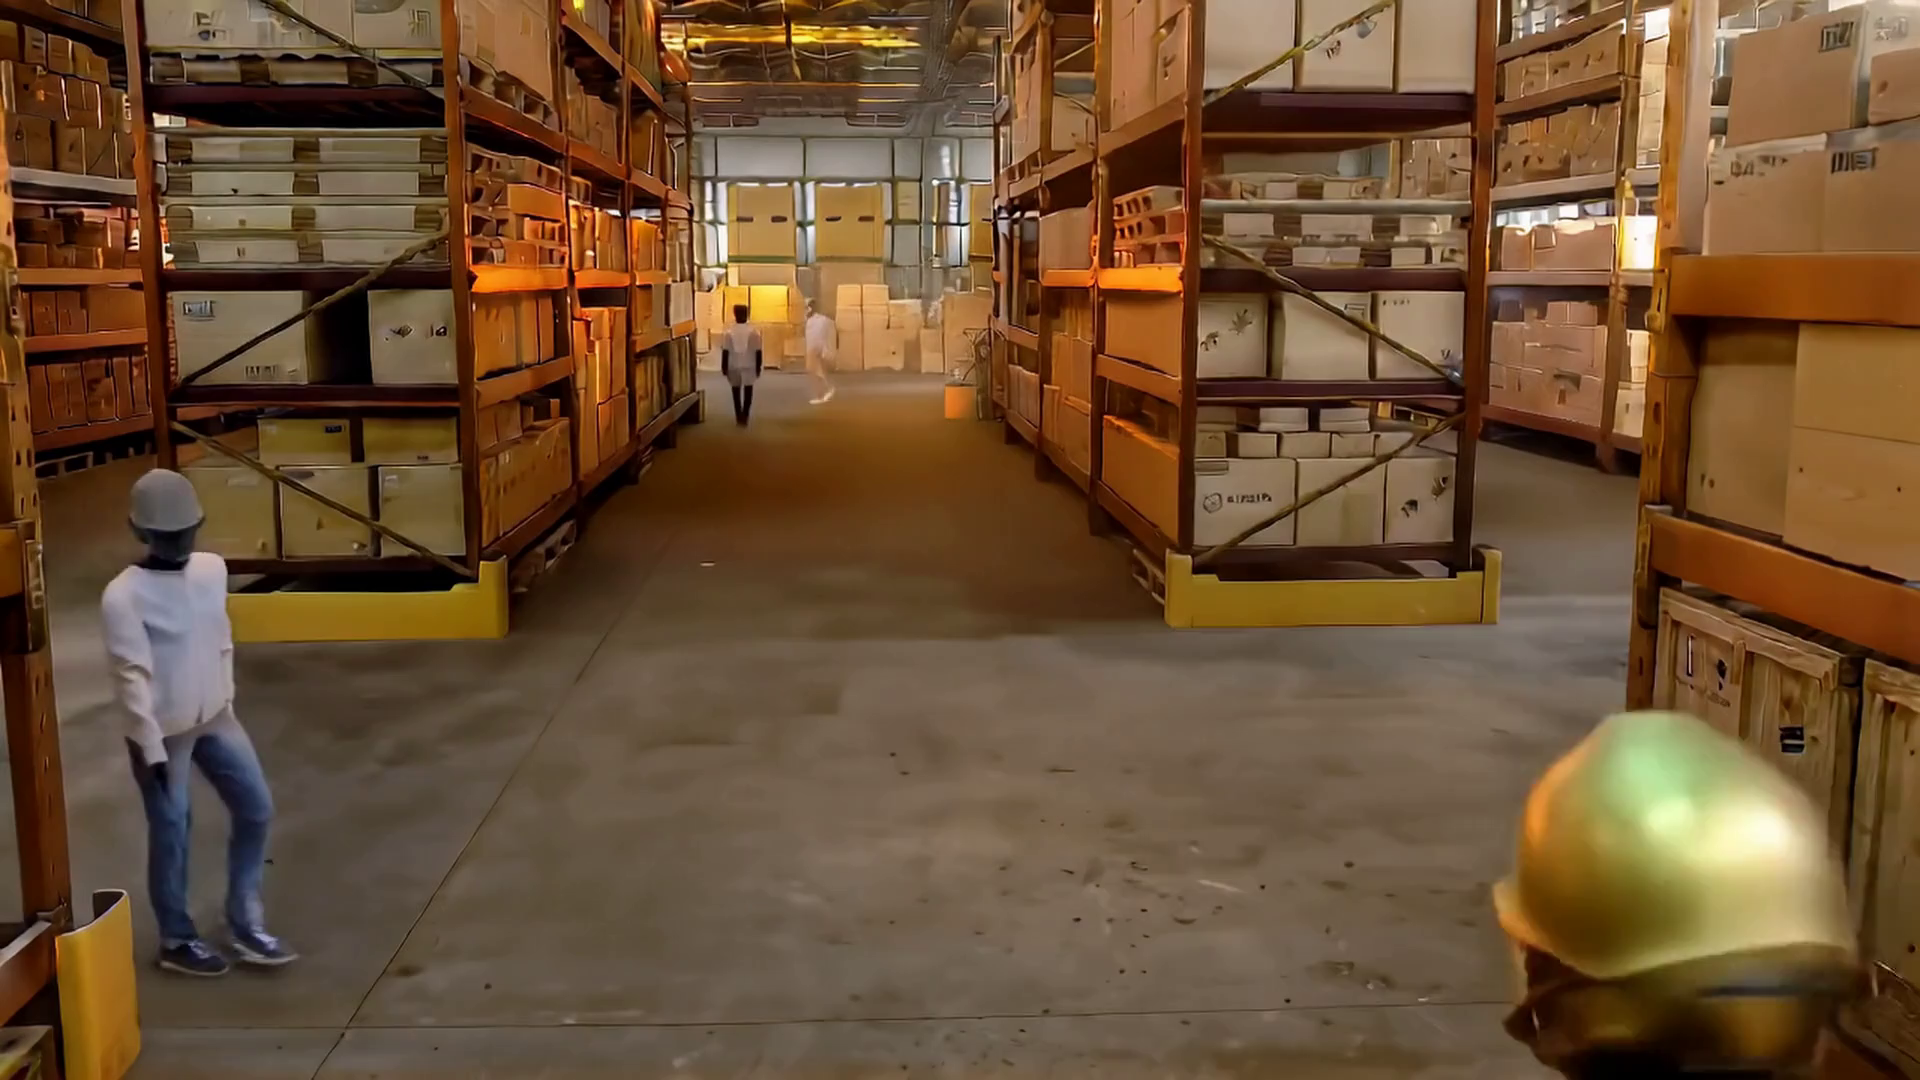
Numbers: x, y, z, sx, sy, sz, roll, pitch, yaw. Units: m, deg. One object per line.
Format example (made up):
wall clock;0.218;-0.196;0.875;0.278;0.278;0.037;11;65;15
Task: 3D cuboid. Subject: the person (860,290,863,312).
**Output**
person;-3.591;-7.920;58.824;0.344;1.839;0.504;-5;10;-27

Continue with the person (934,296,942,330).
person;-0.663;-7.825;58.932;0.529;1.605;0.736;0;9;-1

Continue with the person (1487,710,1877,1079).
person;0.591;1.153;1.327;0.622;2.020;0.935;-1;9;-6

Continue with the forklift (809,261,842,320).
forklift;-4.323;-7.854;55.147;1.873;2.768;1.129;6;11;35

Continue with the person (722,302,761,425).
person;-3.409;-2.732;25.936;0.603;1.945;0.700;-1;9;-6

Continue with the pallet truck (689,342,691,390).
pallet truck;-5.225;-3.008;27.480;1.885;1.965;0.823;2;9;14

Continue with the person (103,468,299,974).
person;-2.495;0.625;5.457;0.611;1.732;0.539;3;10;20

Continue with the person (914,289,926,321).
person;-1.272;-7.483;55.892;0.916;1.909;0.638;-3;10;-18

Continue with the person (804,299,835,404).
person;-2.634;-3.444;30.463;0.438;1.927;0.637;-4;10;-24
